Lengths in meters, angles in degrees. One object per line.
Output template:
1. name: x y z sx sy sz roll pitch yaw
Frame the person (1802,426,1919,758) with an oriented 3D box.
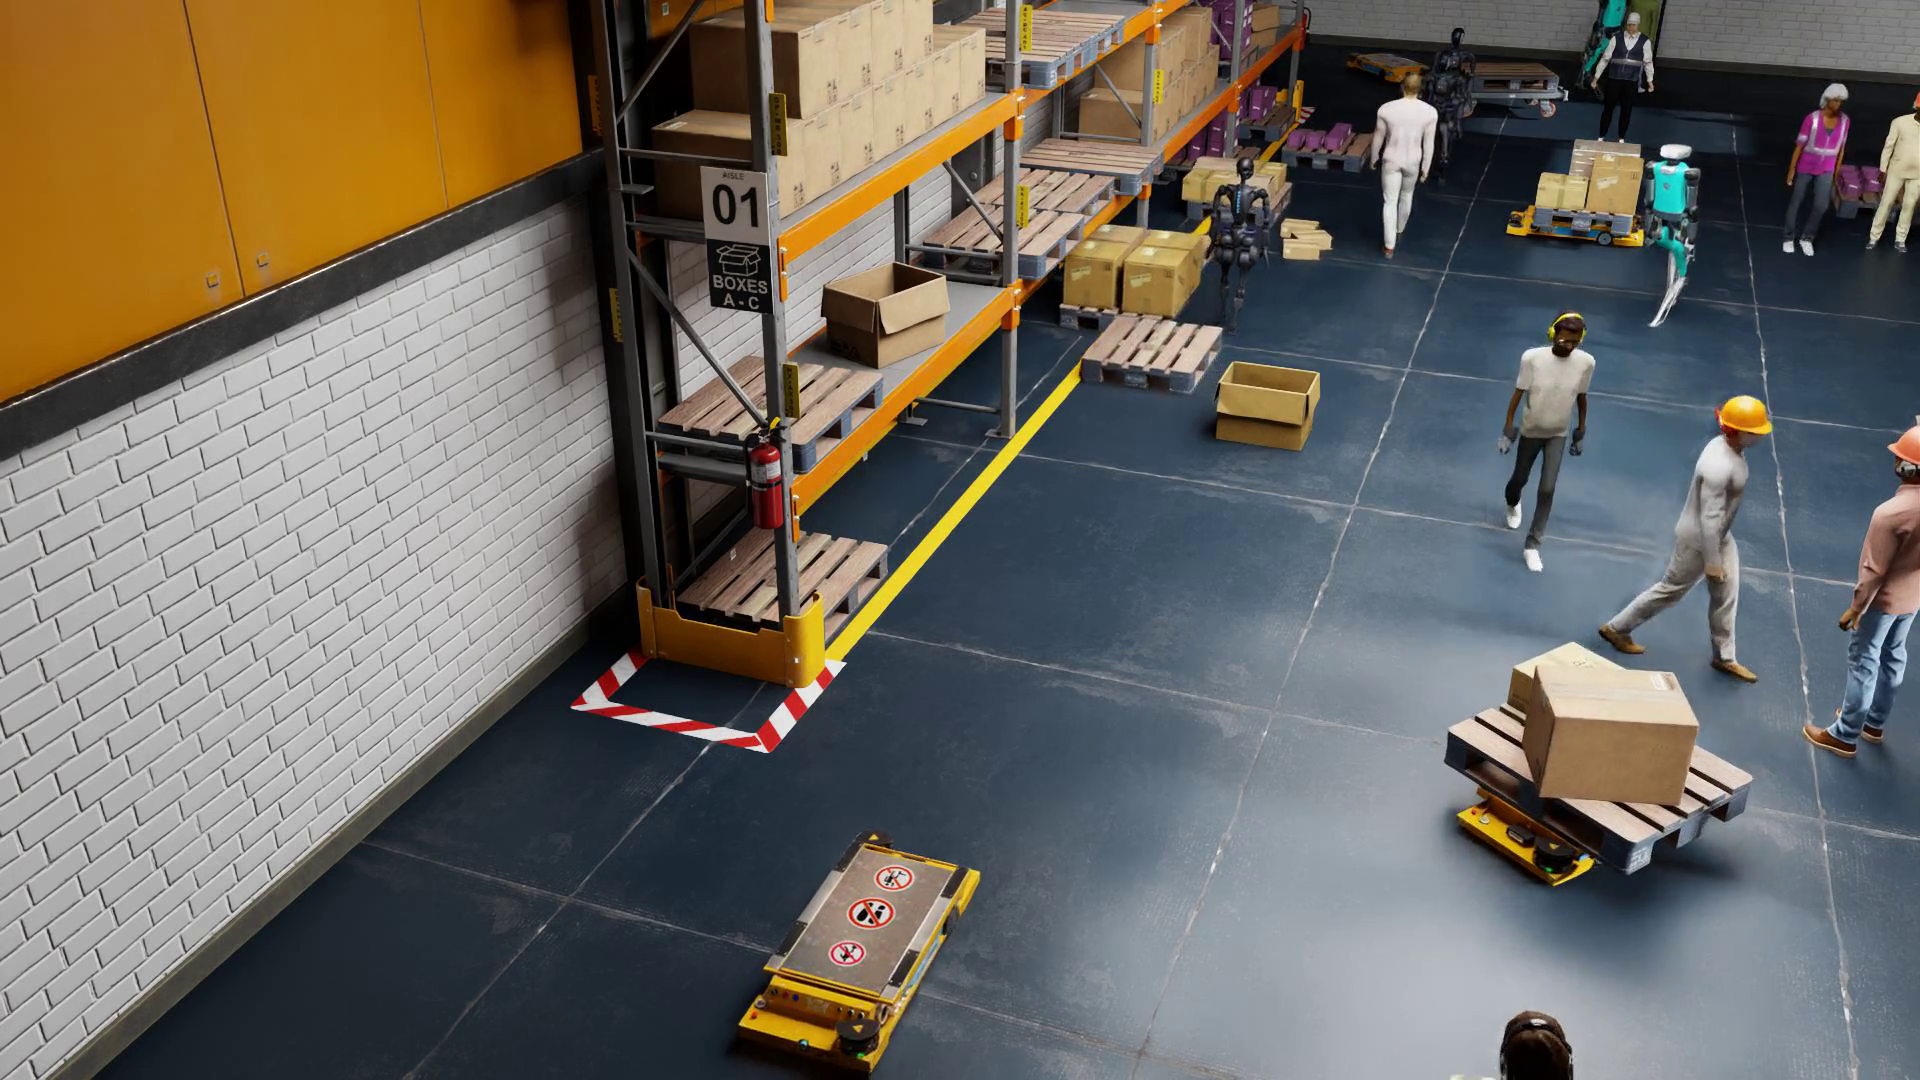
1. person: 5.165 0.297 9.293 0.611 1.995 0.386 -14 30 -25

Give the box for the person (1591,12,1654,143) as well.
1. person: 8.696 -6.024 21.807 0.770 1.757 0.441 10 29 19

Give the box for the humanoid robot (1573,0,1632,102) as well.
1. humanoid robot: 9.329 -7.335 24.441 0.530 1.770 1.043 -10 29 -18

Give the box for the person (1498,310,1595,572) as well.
1. person: 4.039 -0.770 11.541 0.579 1.837 0.819 4 28 8

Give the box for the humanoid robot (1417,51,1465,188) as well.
1. humanoid robot: 5.773 -5.064 20.039 0.610 1.636 0.382 10 29 19

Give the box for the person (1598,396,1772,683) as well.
1. person: 4.502 -0.046 10.122 0.951 1.847 0.559 18 32 31

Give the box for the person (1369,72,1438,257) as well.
1. person: 4.724 -4.076 17.889 0.634 1.898 0.975 2 27 5

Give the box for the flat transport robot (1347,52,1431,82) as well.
1. flat transport robot: 6.758 -7.447 26.195 0.659 0.231 1.431 -9 29 -17

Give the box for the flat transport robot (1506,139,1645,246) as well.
1. flat transport robot: 6.884 -3.517 18.573 1.431 0.231 0.659 10 29 19

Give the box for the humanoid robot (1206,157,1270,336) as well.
1. humanoid robot: 2.620 -2.779 15.613 0.612 1.639 0.558 10 29 18

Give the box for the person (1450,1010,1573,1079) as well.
1. person: 1.839 2.353 5.538 1.003 1.783 0.635 -20 33 -34

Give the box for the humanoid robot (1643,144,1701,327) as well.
1. humanoid robot: 6.859 -2.943 15.883 0.915 1.766 0.555 -22 34 -35

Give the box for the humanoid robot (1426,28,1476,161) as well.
1. humanoid robot: 6.268 -5.695 21.245 0.599 1.657 0.315 10 29 19

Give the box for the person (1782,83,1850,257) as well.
1. person: 9.064 -3.909 17.623 0.557 1.827 0.571 5 28 9

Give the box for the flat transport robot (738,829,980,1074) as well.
1. flat transport robot: -0.449 1.933 8.000 0.659 0.231 1.431 10 29 18

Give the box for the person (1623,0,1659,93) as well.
1. person: 10.144 -7.533 24.872 0.499 1.631 0.286 24 36 38

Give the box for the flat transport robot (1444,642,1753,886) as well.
1. flat transport robot: 3.443 1.403 9.029 1.431 0.231 0.659 -17 32 -29

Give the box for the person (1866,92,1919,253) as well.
1. person: 10.152 -3.958 17.807 0.572 1.747 0.334 10 29 19
